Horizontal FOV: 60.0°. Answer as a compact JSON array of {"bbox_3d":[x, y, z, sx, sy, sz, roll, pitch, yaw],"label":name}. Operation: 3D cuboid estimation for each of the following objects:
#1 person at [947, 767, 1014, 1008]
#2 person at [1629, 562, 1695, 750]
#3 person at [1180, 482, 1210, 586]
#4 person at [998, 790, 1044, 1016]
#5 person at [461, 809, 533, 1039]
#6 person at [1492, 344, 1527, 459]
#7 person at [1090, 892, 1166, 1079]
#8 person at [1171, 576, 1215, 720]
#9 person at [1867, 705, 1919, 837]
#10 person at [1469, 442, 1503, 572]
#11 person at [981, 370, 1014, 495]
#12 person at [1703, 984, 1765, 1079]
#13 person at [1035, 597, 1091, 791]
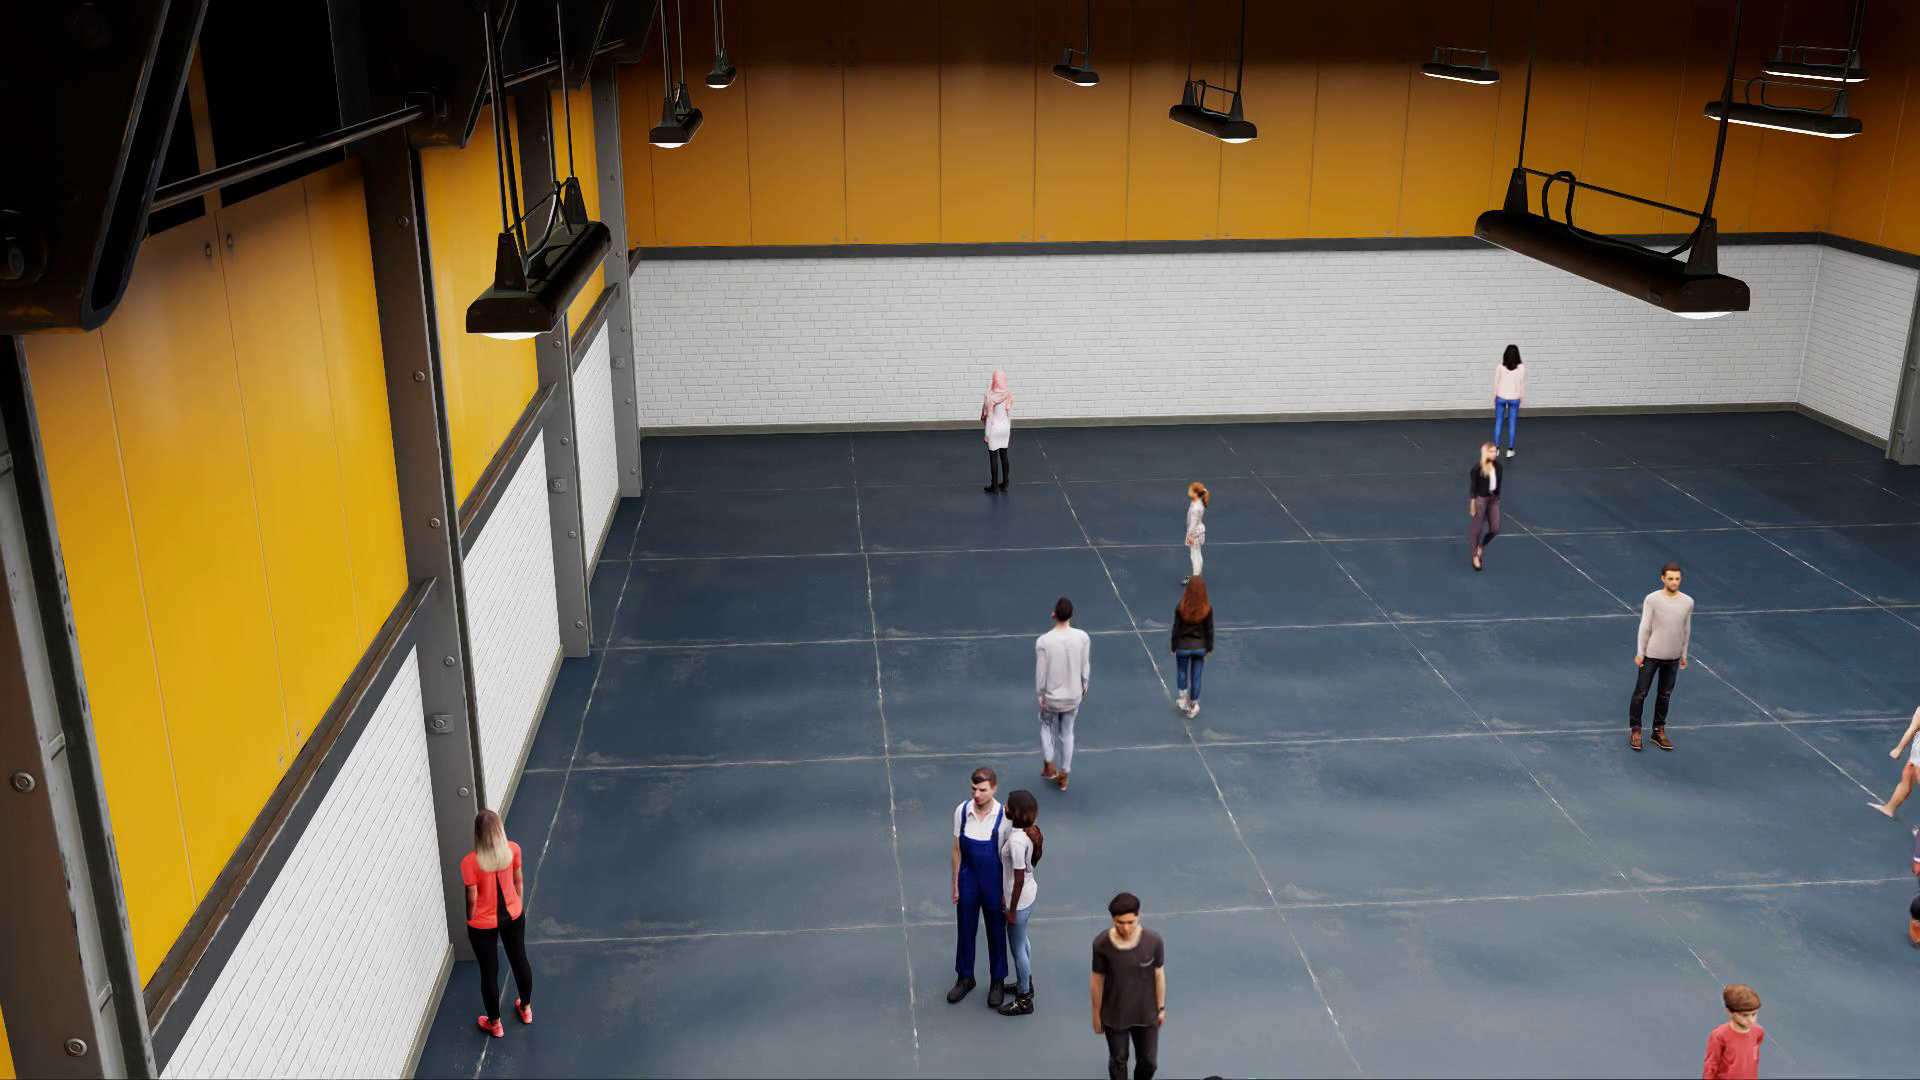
[{"bbox_3d":[0.175,2.452,11.930,0.708,1.849,0.708,6,19,17],"label":"person"},{"bbox_3d":[6.713,1.094,15.936,0.659,1.868,0.582,0,19,-1],"label":"person"},{"bbox_3d":[2.886,-0.082,20.302,0.645,1.310,0.539,5,19,14],"label":"person"},{"bbox_3d":[0.417,2.557,11.824,0.691,1.719,0.528,2,19,7],"label":"person"},{"bbox_3d":[-3.225,2.649,11.589,0.675,1.694,0.706,-15,24,-38],"label":"person"},{"bbox_3d":[8.491,-2.167,25.771,0.724,1.770,0.706,7,20,20],"label":"person"},{"bbox_3d":[1.079,2.955,10.672,0.662,1.699,0.599,0,19,0],"label":"person"},{"bbox_3d":[2.312,1.086,16.579,0.624,1.471,0.623,2,19,6],"label":"person"},{"bbox_3d":[8.340,1.830,14.183,0.835,1.591,0.975,-14,23,-36],"label":"person"},{"bbox_3d":[6.513,-0.442,20.814,0.664,1.664,0.649,-6,19,-16],"label":"person"},{"bbox_3d":[0.549,-1.564,23.926,0.734,1.804,0.758,-13,22,-33],"label":"person"},{"bbox_3d":[4.642,3.314,10.049,0.535,1.416,0.495,-4,19,-11],"label":"person"},{"bbox_3d":[0.945,1.414,15.052,0.691,1.824,0.631,-3,19,-7],"label":"person"}]
